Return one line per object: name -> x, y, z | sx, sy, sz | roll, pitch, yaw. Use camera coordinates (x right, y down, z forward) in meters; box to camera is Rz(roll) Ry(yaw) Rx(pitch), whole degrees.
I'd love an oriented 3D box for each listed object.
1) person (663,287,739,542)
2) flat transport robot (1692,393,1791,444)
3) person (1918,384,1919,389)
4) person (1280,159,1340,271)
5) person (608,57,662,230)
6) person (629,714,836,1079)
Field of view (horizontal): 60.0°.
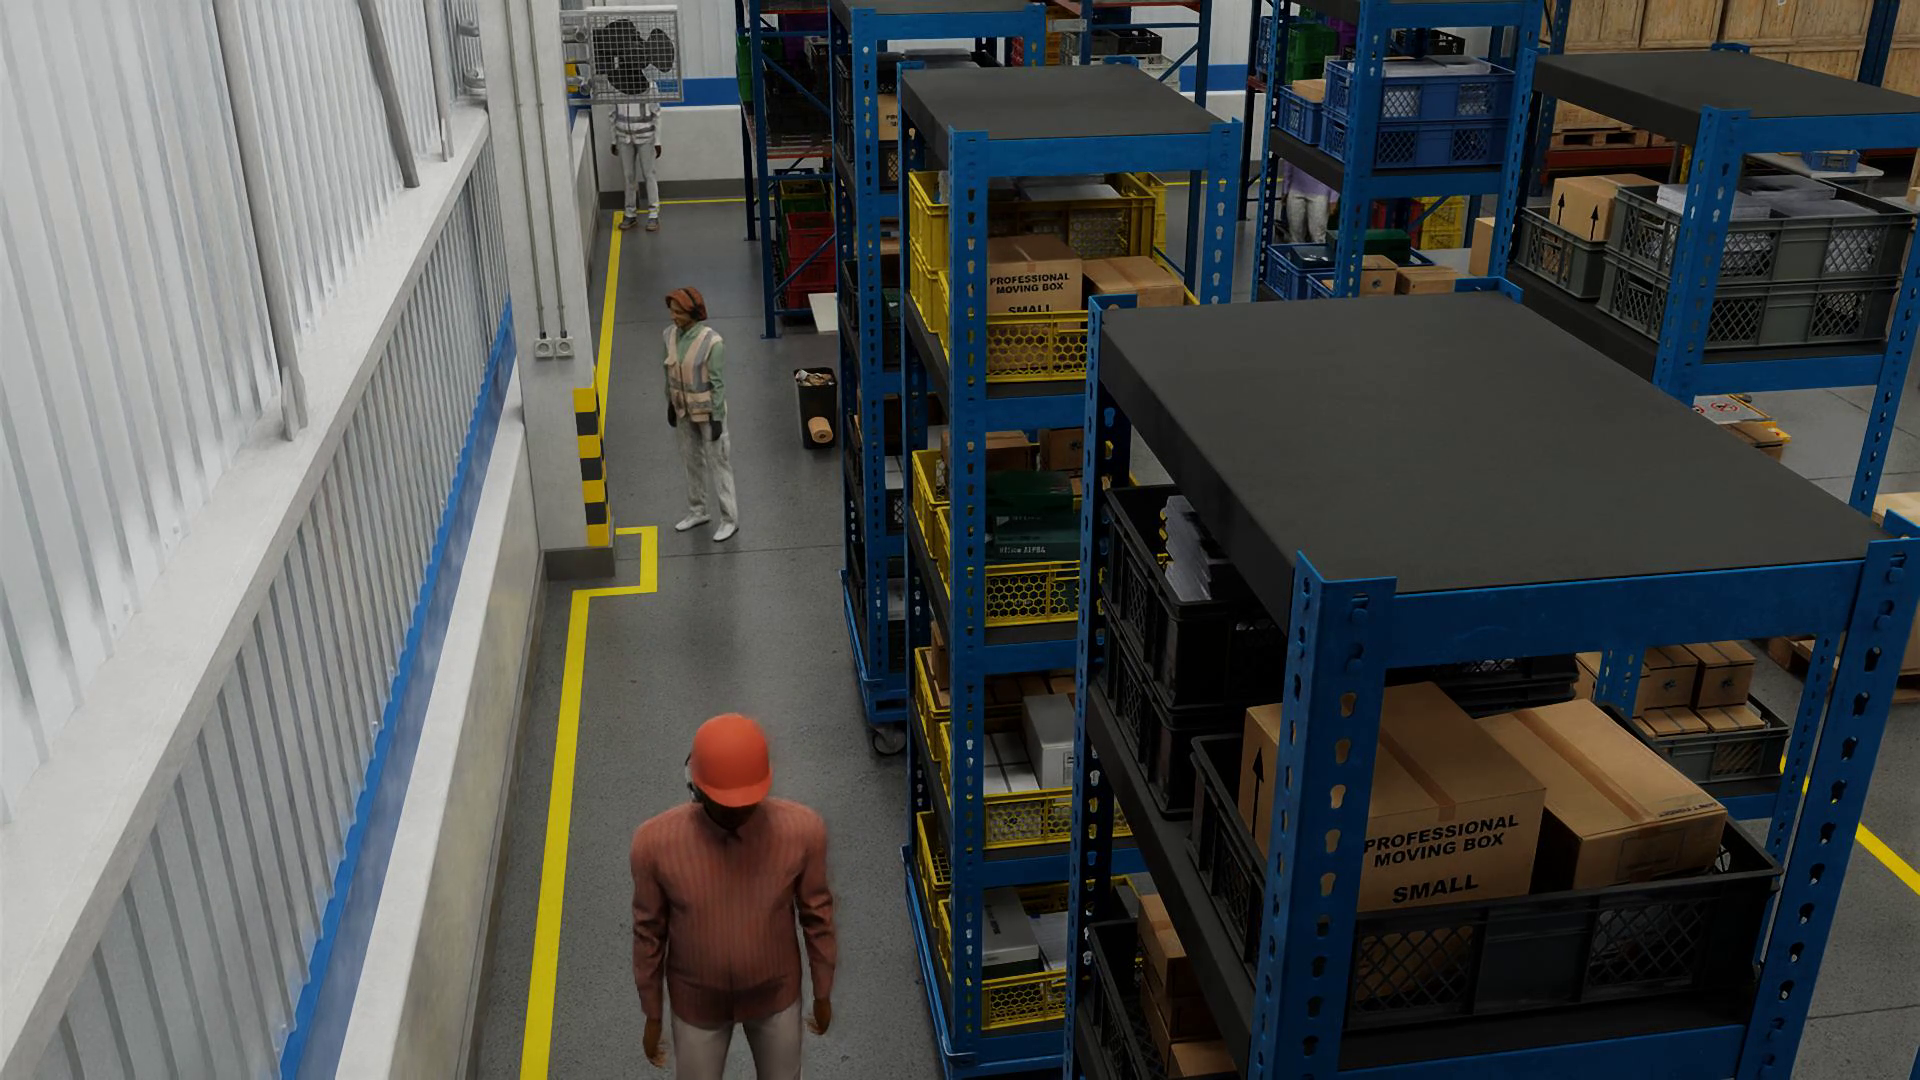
person -> -1.633, -0.786, 10.364 | 0.512, 1.630, 0.316 | 16, 29, 31
flat transport robot -> 5.224, -0.859, 12.132 | 1.431, 0.197, 0.652 | -4, 25, -8
person -> 7.786, -1.962, 12.692 | 0.595, 1.823, 0.403 | 6, 25, 12
person -> 3.199, -3.162, 15.163 | 0.376, 1.936, 0.627 | -22, 33, -39
person -> -3.408, -4.204, 17.489 | 0.576, 1.881, 0.354 | 5, 25, 12
person -> -0.694, 1.404, 5.177 | 0.623, 1.986, 0.400 | -5, 25, -11
